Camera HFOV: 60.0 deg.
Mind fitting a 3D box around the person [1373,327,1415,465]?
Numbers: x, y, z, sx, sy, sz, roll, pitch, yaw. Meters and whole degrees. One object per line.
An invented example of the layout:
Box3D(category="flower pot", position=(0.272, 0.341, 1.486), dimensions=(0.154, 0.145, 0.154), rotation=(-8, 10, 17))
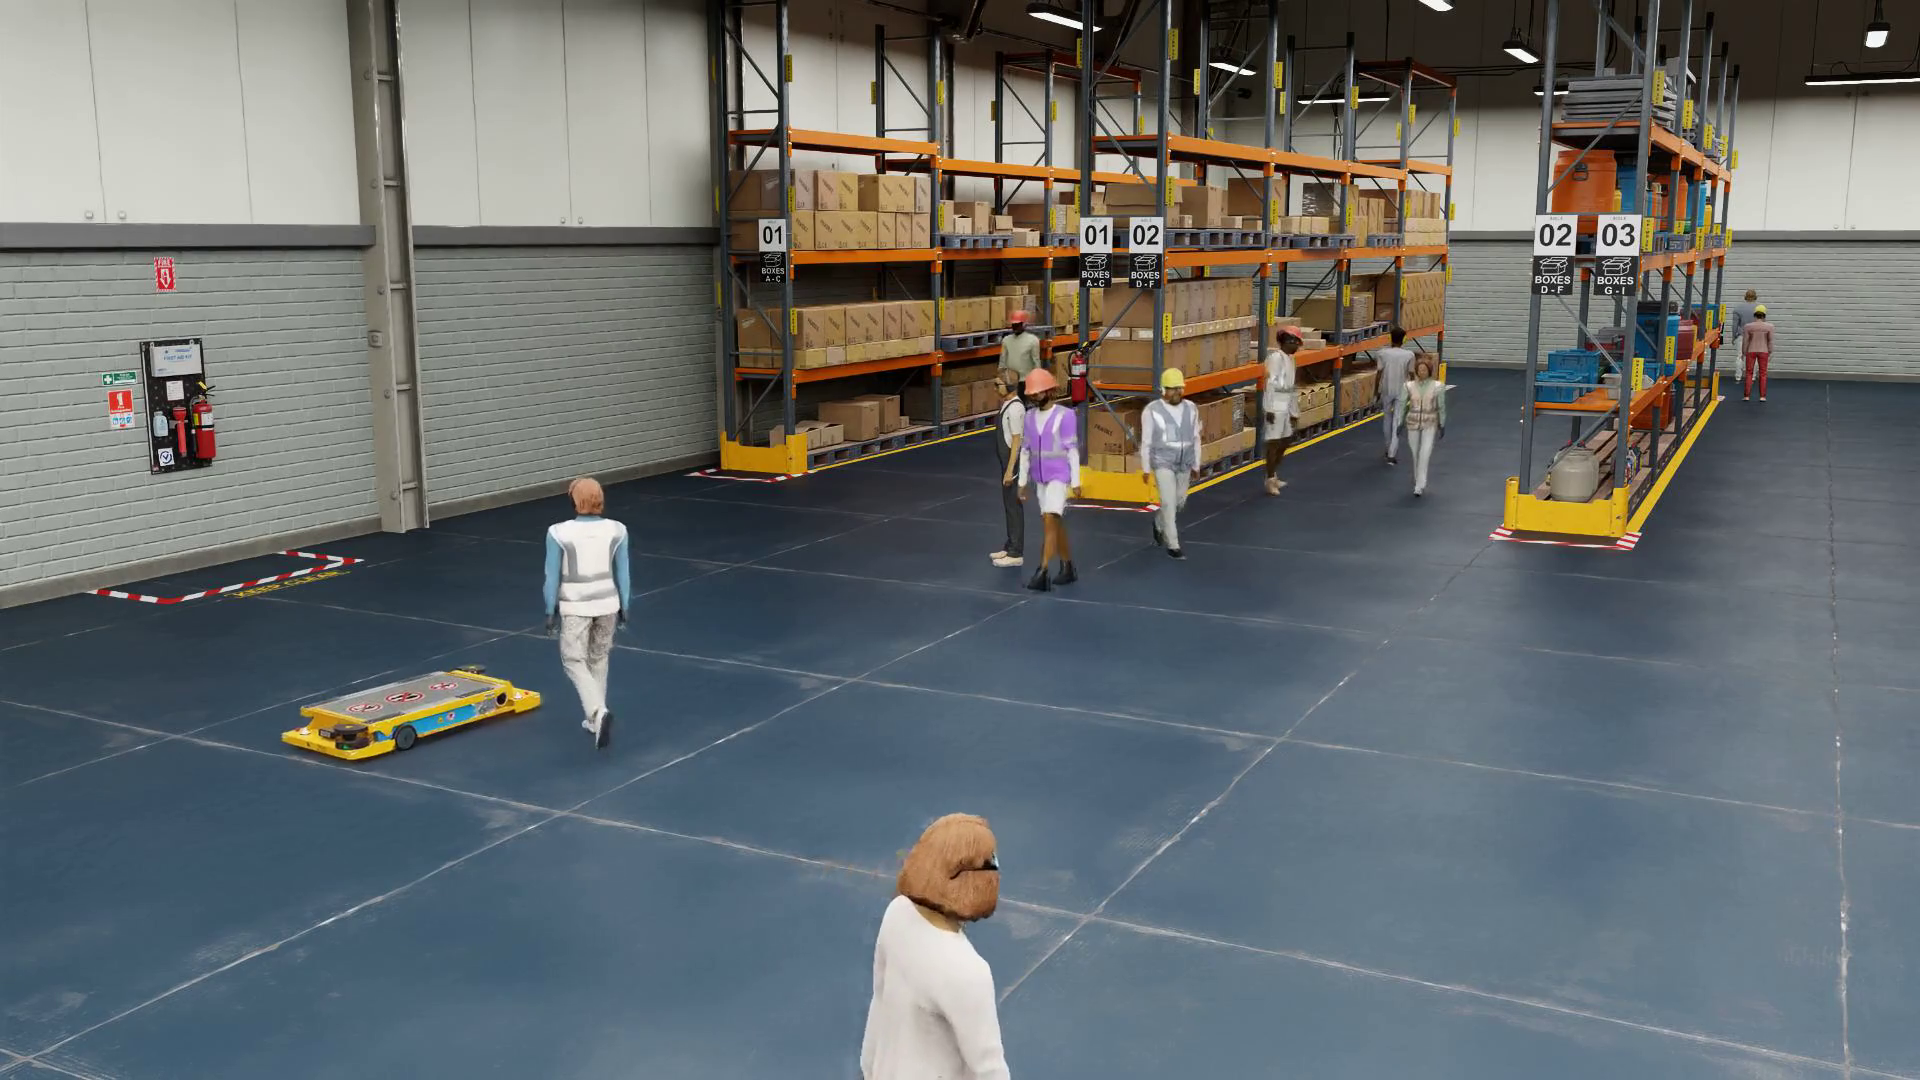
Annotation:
Box3D(category="person", position=(5.833, -1.937, 22.275), dimensions=(0.543, 1.815, 0.992), rotation=(4, 11, 20))

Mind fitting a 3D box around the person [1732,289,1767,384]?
Box3D(category="person", position=(16.082, -4.138, 33.946), dimensions=(0.629, 1.936, 0.373), rotation=(4, 11, 22))

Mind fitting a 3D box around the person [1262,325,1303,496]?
Box3D(category="person", position=(3.738, -1.514, 19.528), dimensions=(0.401, 1.987, 0.708), rotation=(7, 12, 33))

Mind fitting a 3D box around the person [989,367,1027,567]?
Box3D(category="person", position=(0.452, -0.674, 15.309), dimensions=(0.346, 1.843, 0.507), rotation=(0, 10, -2))

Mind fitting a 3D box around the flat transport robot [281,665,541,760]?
Box3D(category="flat transport robot", position=(-3.355, 1.040, 10.246), dimensions=(0.652, 0.197, 1.431), rotation=(7, 13, 33))

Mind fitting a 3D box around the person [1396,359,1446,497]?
Box3D(category="person", position=(5.409, -1.325, 19.539), dimensions=(0.537, 1.588, 0.881), rotation=(5, 11, 25))

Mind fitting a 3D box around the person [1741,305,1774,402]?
Box3D(category="person", position=(14.582, -3.410, 30.428), dimensions=(0.524, 1.769, 0.316), rotation=(4, 11, 22))

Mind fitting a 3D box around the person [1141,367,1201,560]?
Box3D(category="person", position=(1.985, -0.749, 15.814), dimensions=(0.598, 1.805, 0.792), rotation=(-4, 11, -21))

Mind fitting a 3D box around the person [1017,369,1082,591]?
Box3D(category="person", position=(0.696, -0.509, 14.265), dimensions=(0.568, 1.890, 0.906), rotation=(10, 14, 44))

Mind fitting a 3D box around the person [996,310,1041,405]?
Box3D(category="person", position=(0.812, -2.283, 23.703), dimensions=(0.634, 1.972, 0.516), rotation=(7, 13, 35))

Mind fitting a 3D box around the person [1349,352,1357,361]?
Box3D(category="person", position=(7.673, -3.949, 32.959), dimensions=(0.595, 1.915, 0.371), rotation=(4, 11, 23))

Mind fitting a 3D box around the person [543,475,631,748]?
Box3D(category="person", position=(-2.193, 0.426, 9.906), dimensions=(0.523, 1.616, 0.658), rotation=(-6, 12, -32))

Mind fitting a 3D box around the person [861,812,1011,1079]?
Box3D(category="person", position=(-0.006, 1.472, 4.283), dimensions=(0.836, 1.589, 0.524), rotation=(-4, 11, -23))
